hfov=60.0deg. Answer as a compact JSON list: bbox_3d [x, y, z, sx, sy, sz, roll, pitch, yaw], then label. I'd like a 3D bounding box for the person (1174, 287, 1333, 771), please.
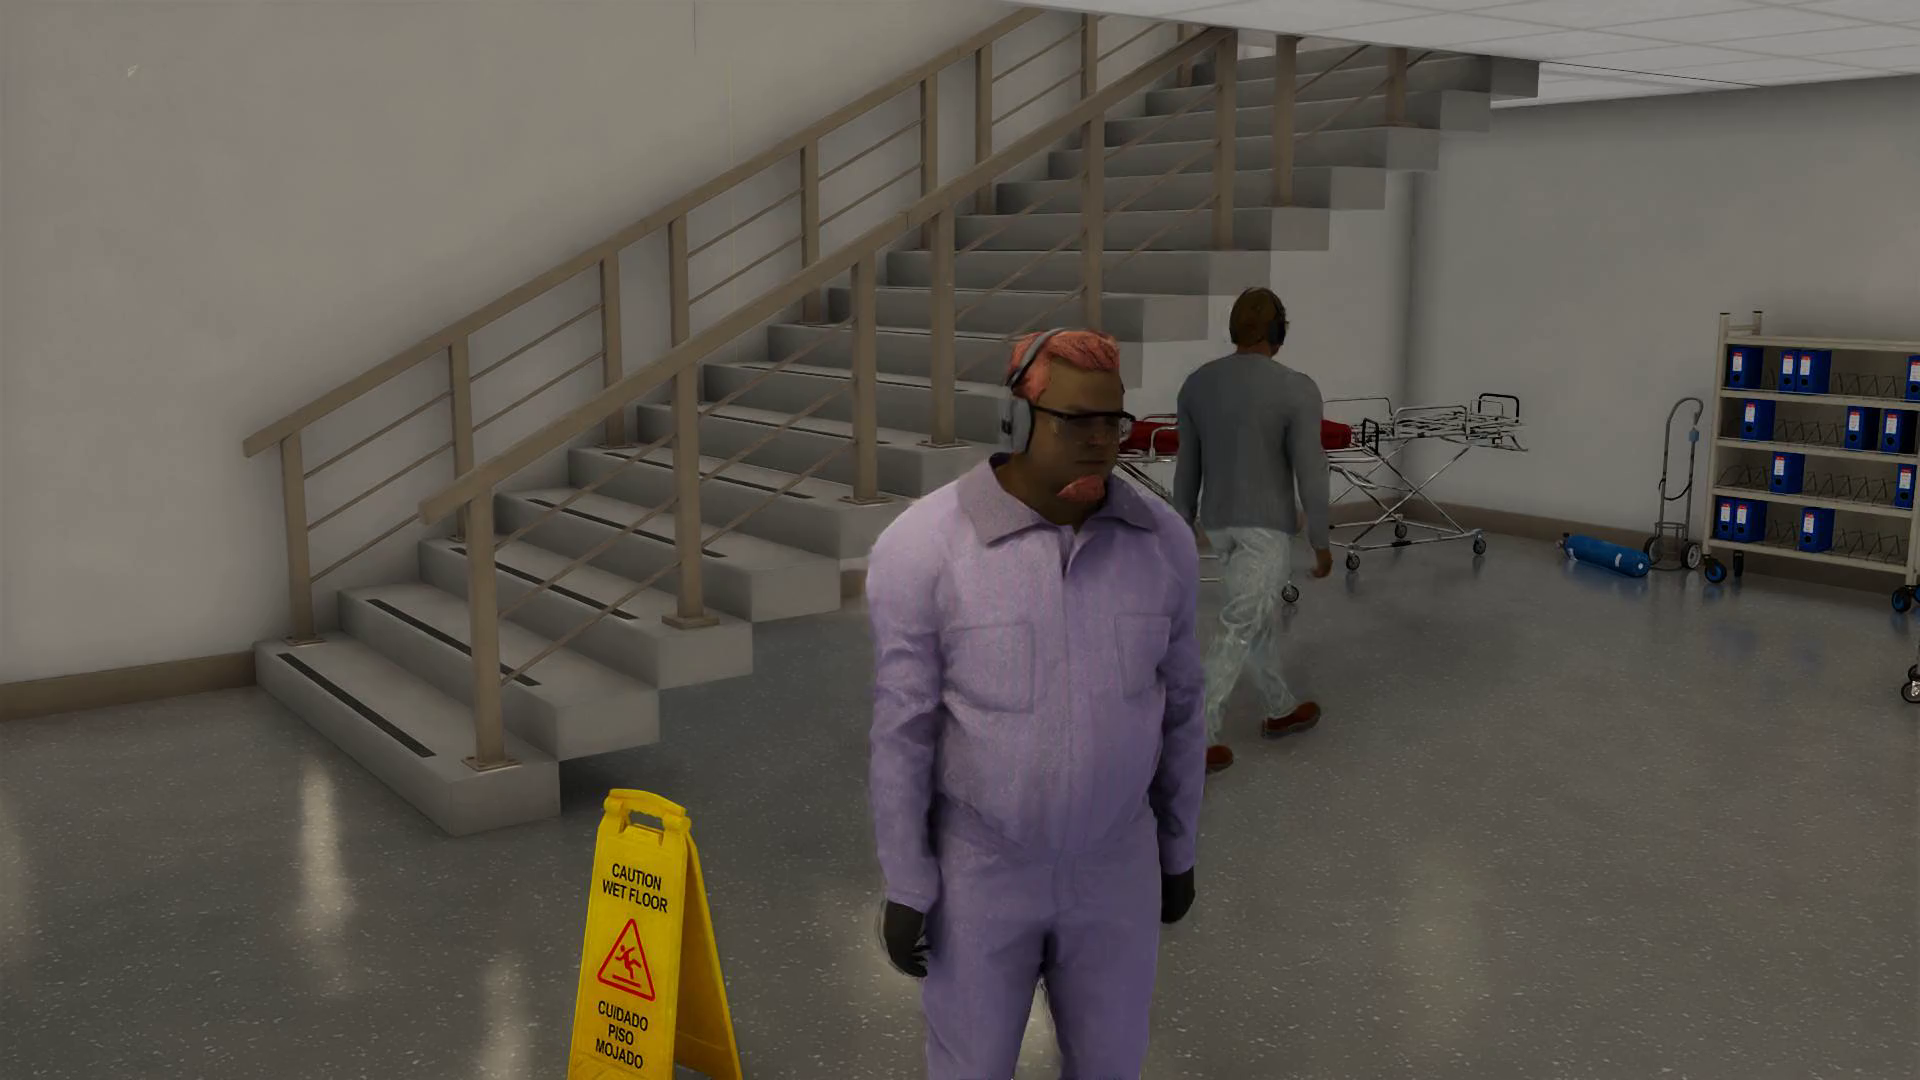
[{"bbox_3d":[1.168,-0.051,6.599,1.006,1.888,0.646,-9,13,-42],"label":"person"}]

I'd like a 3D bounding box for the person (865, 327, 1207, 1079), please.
[{"bbox_3d":[0.162,0.569,2.997,0.662,1.895,0.397,-3,10,-18],"label":"person"}]
